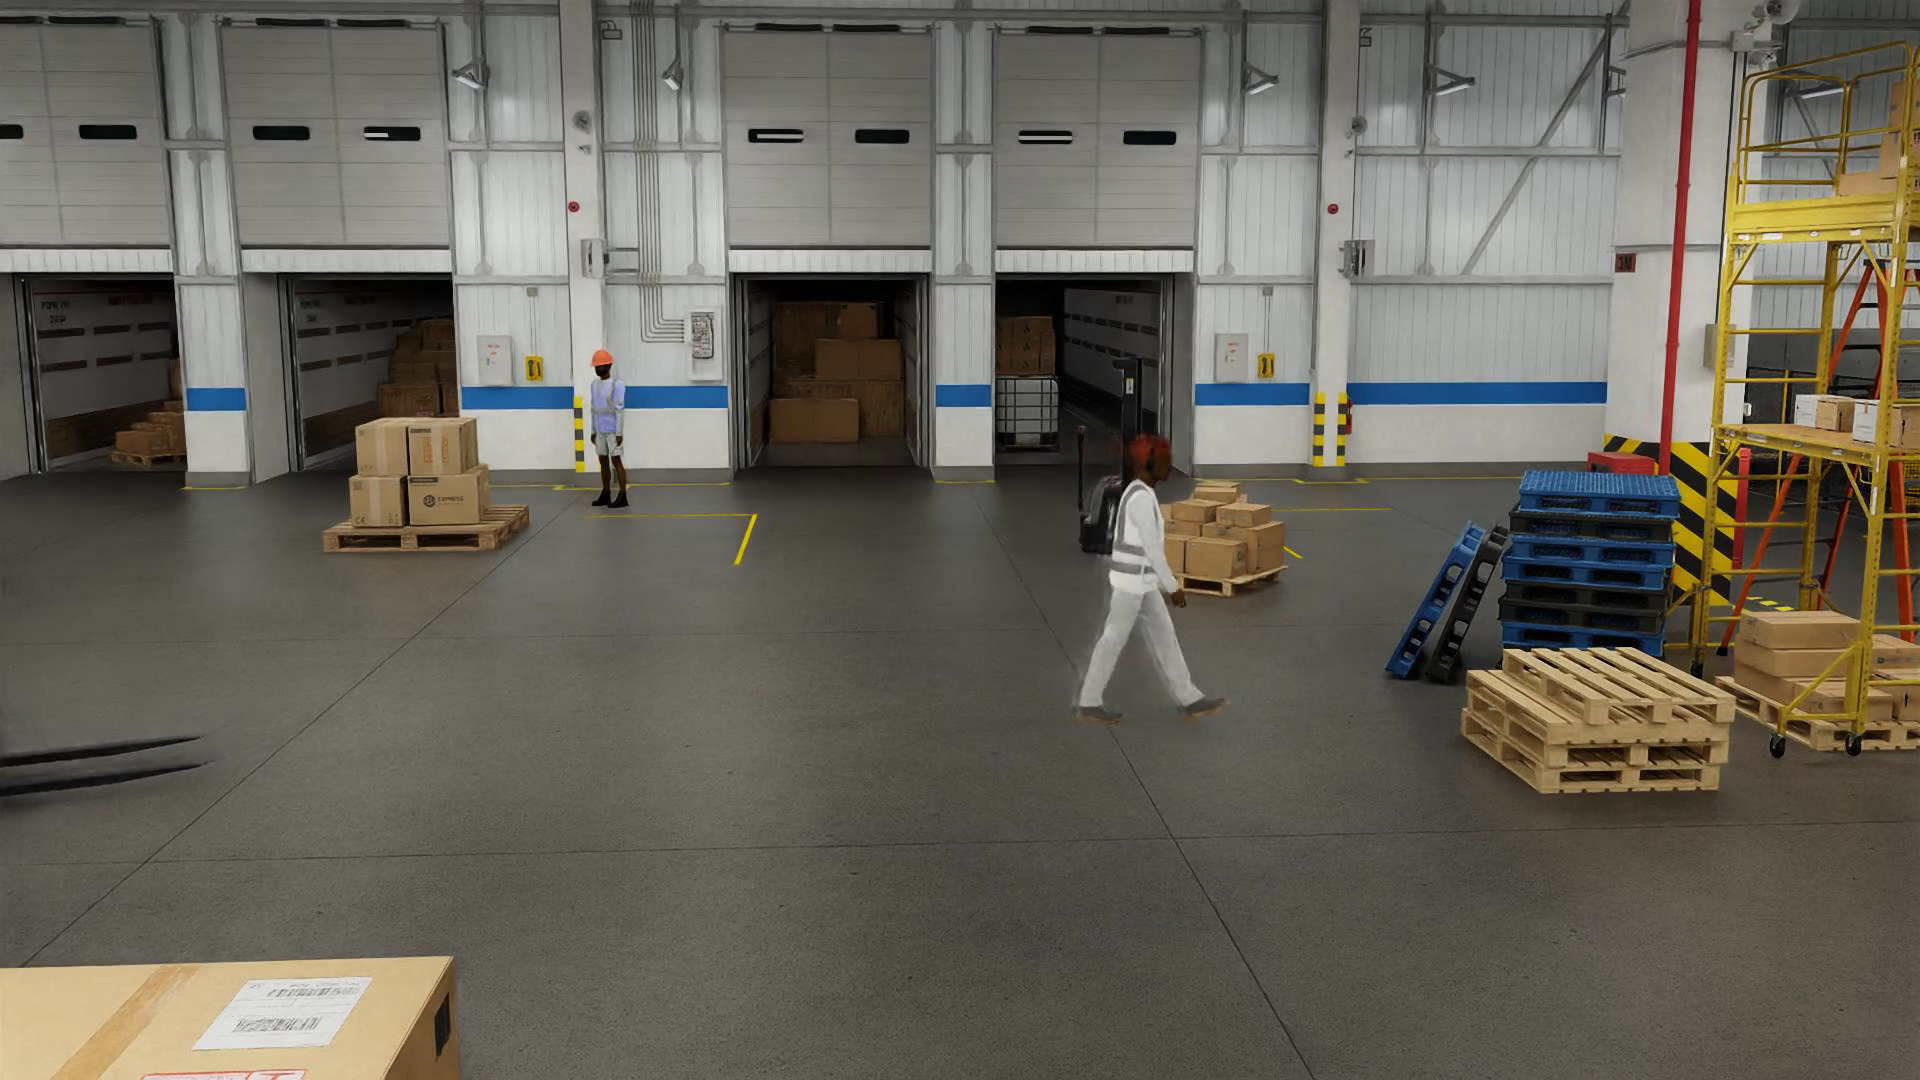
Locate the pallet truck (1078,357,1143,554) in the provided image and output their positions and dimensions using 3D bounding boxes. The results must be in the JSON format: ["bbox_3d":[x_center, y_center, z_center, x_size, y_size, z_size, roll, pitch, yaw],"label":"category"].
[{"bbox_3d":[2.088,-0.836,16.757,1.885,1.965,0.823,2,9,13],"label":"pallet truck"}]

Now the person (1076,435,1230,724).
[{"bbox_3d":[1.178,0.266,10.356,0.965,1.828,0.561,2,9,12],"label":"person"}]

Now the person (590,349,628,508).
[{"bbox_3d":[-4.296,-1.346,20.198,0.546,1.927,0.390,7,11,36],"label":"person"}]
